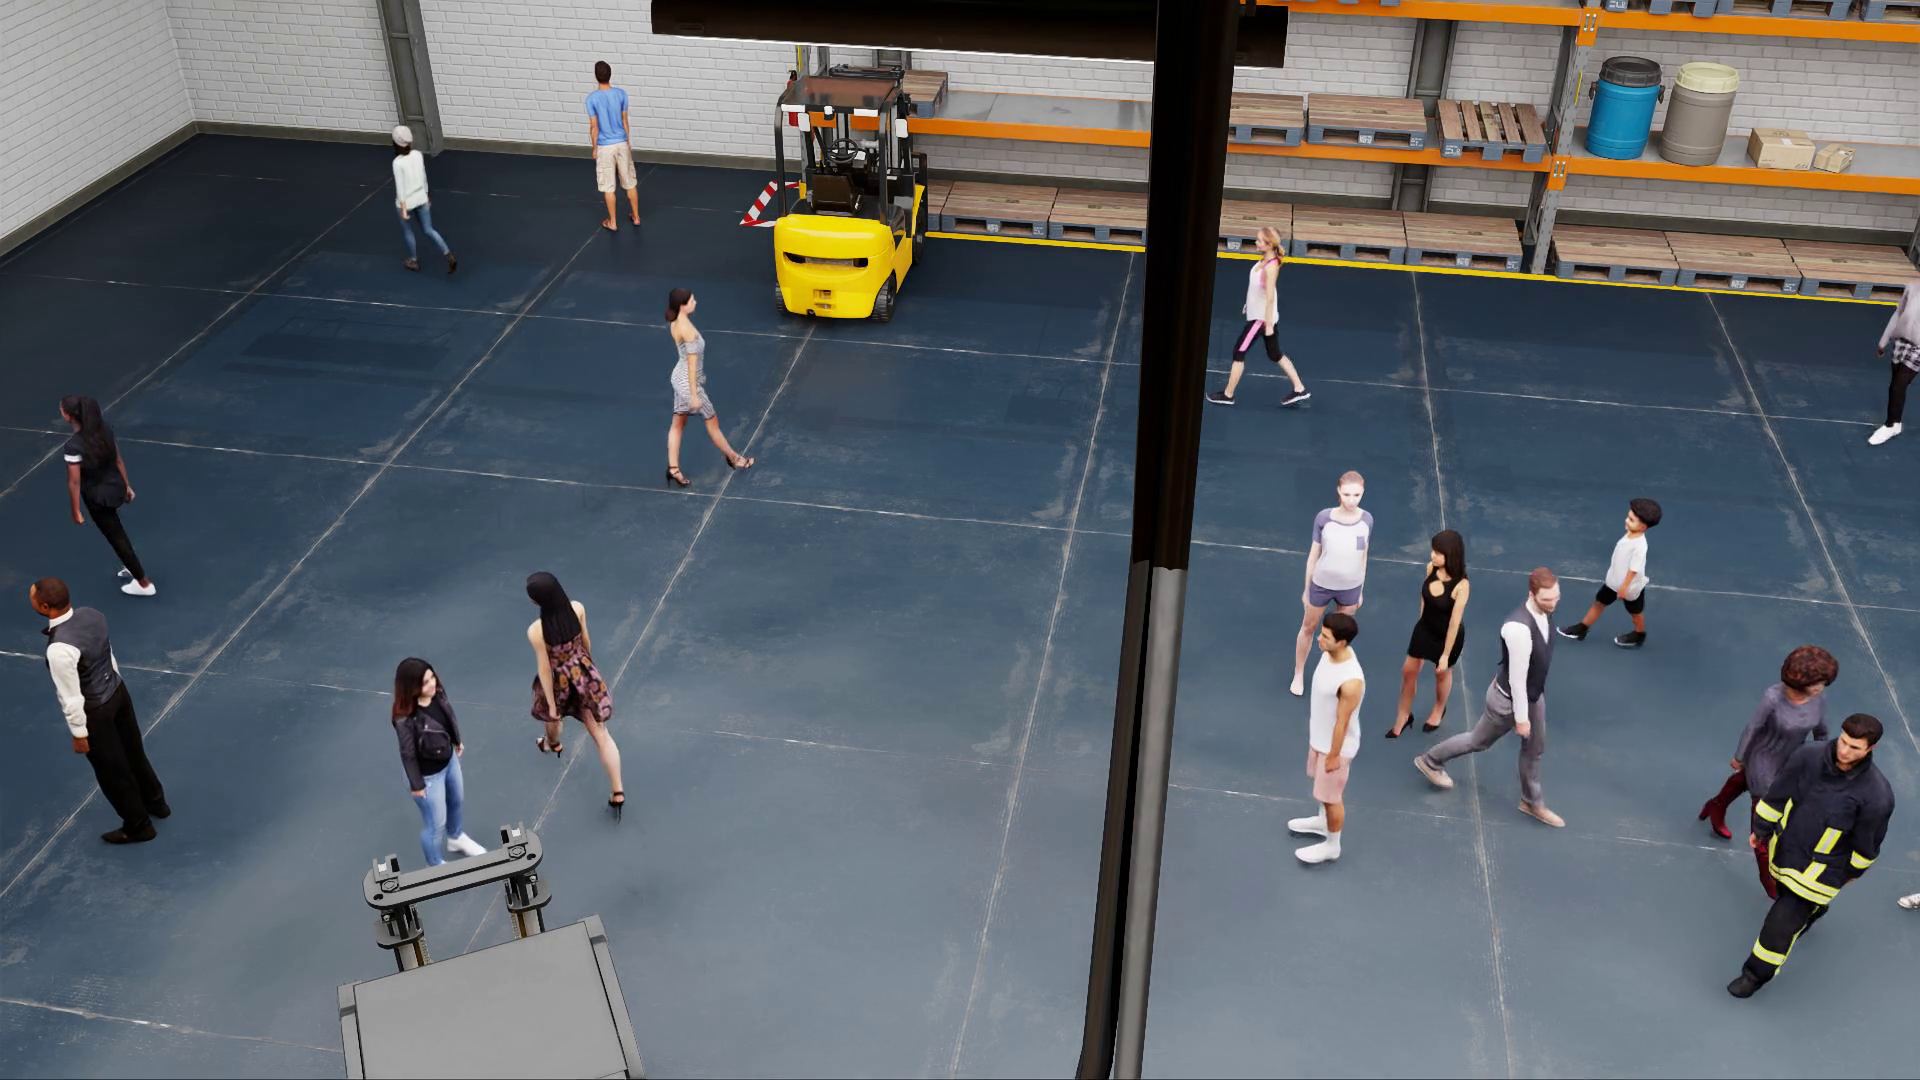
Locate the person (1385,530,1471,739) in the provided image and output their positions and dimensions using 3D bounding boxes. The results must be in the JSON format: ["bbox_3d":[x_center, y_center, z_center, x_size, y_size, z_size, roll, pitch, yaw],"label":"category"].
[{"bbox_3d":[3.254,0.622,11.087,0.857,1.626,0.799,-23,40,-31],"label":"person"}]

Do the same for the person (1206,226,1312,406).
[{"bbox_3d":[2.805,-1.957,14.859,1.153,1.746,0.620,7,34,10],"label":"person"}]

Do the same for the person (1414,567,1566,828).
[{"bbox_3d":[3.350,0.937,10.360,1.295,1.907,1.077,24,41,32],"label":"person"}]

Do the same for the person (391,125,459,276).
[{"bbox_3d":[-5.621,-3.494,17.285,1.114,1.621,0.826,18,38,25],"label":"person"}]

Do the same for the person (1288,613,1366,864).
[{"bbox_3d":[2.292,1.185,10.101,0.650,1.780,0.684,-2,34,-3],"label":"person"}]

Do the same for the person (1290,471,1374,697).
[{"bbox_3d":[2.584,0.293,11.455,0.543,1.767,0.673,1,34,1],"label":"person"}]

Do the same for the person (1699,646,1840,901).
[{"bbox_3d":[4.844,1.274,10.072,1.120,1.663,0.968,-9,35,-14],"label":"person"}]

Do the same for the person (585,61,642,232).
[{"bbox_3d":[-3.834,-4.349,18.353,0.728,1.862,0.805,-18,38,-25],"label":"person"}]

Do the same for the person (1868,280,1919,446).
[{"bbox_3d":[8.335,-1.671,14.417,0.854,1.759,0.805,-12,35,-17],"label":"person"}]

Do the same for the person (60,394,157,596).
[{"bbox_3d":[-6.298,-0.304,12.397,0.628,1.719,0.605,4,34,7],"label":"person"}]

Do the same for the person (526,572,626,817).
[{"bbox_3d":[-2.395,0.996,10.455,1.090,1.704,1.255,-26,42,-34],"label":"person"}]

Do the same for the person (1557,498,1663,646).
[{"bbox_3d":[4.867,0.268,11.980,0.891,1.227,0.582,1,34,1],"label":"person"}]

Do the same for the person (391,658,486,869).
[{"bbox_3d":[-3.175,1.357,9.980,0.547,1.629,0.627,6,34,9],"label":"person"}]

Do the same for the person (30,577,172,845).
[{"bbox_3d":[-5.281,1.035,10.204,0.632,1.916,0.721,0,34,1],"label":"person"}]

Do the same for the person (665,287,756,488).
[{"bbox_3d":[-2.325,-1.221,13.708,1.101,1.794,0.960,-14,36,-20],"label":"person"}]

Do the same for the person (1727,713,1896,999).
[{"bbox_3d":[4.795,1.672,9.273,1.342,1.887,1.230,-17,37,-24],"label":"person"}]
